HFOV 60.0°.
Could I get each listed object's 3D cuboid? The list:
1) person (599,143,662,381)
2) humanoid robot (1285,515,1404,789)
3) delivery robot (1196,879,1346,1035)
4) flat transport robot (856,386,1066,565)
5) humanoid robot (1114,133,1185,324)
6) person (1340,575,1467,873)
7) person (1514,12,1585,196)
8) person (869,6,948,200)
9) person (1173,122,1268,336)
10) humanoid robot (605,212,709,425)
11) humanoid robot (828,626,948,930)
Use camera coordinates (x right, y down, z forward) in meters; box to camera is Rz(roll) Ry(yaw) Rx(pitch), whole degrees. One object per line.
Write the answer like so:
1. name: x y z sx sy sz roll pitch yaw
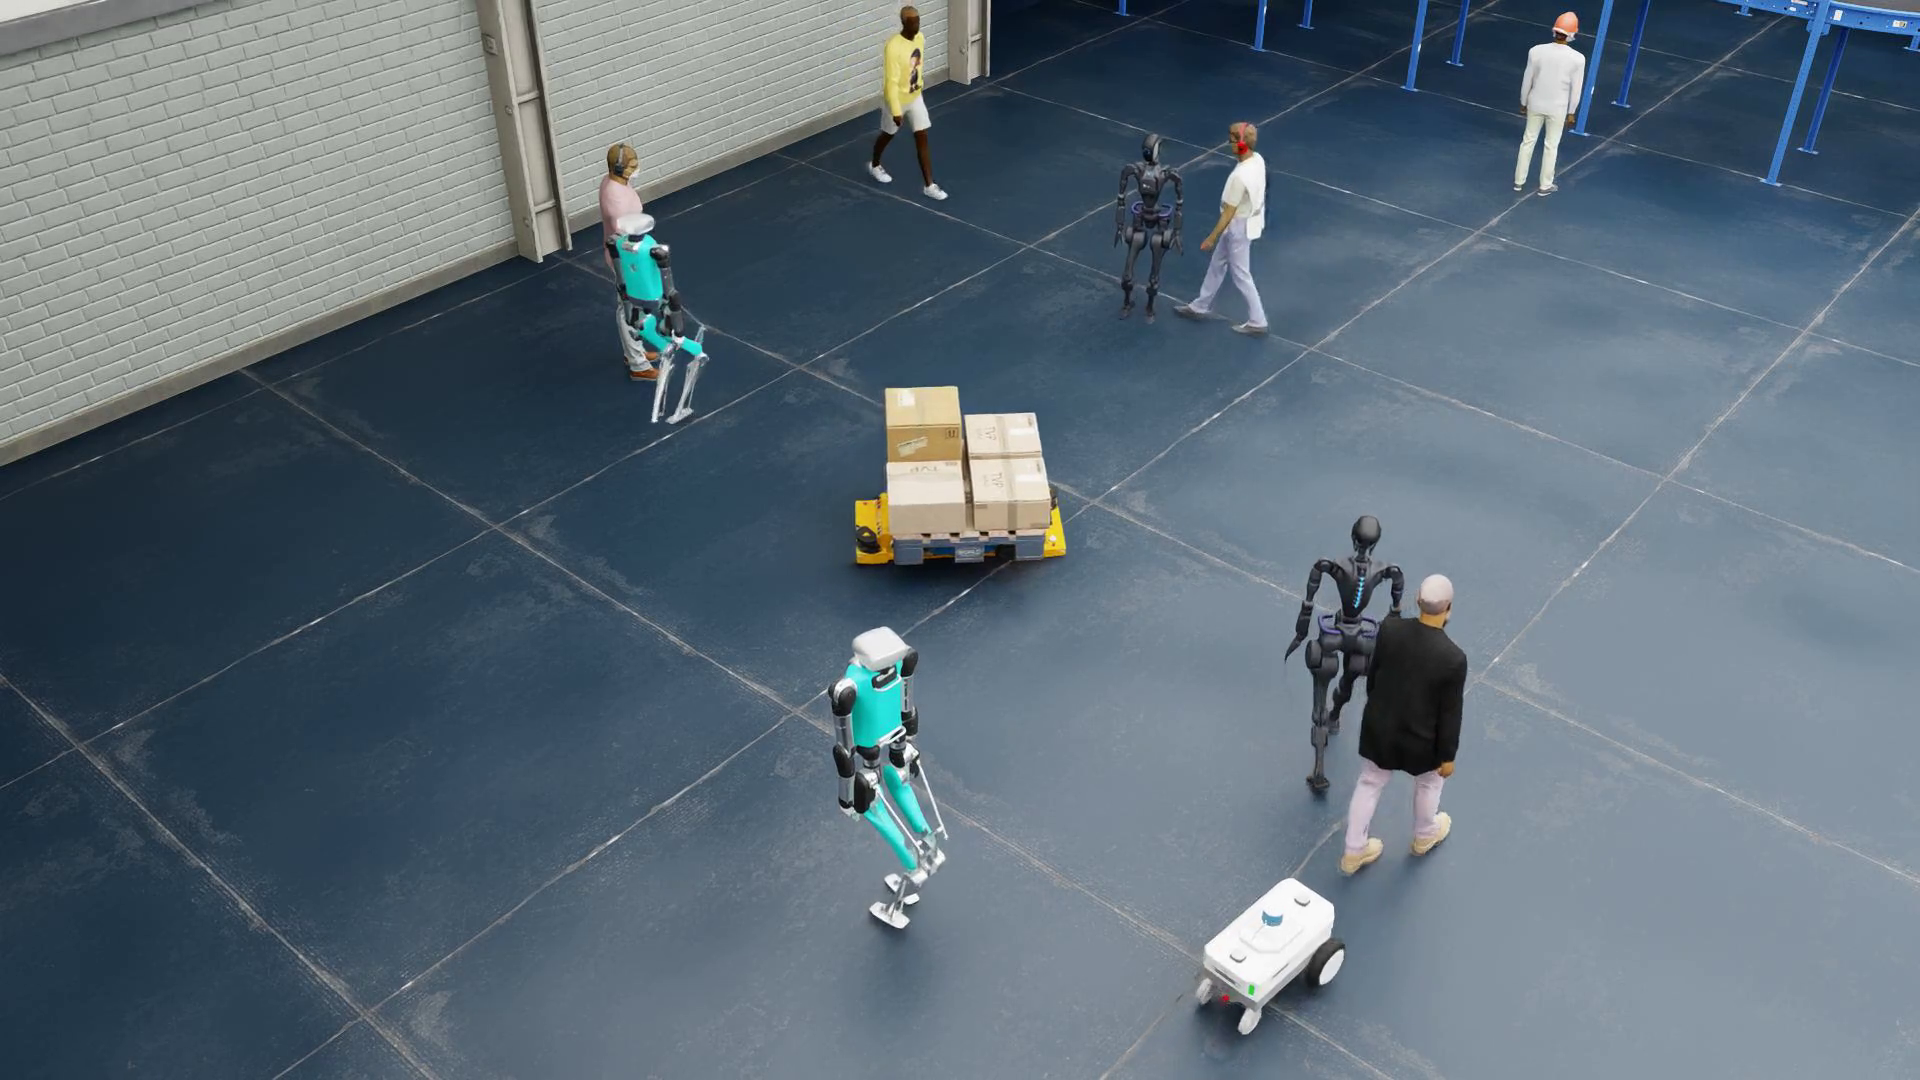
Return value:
1. person: -2.580 -2.173 13.006 0.372 1.934 0.626 -10 37 -13
2. humanoid robot: 2.158 0.611 9.376 0.595 1.640 0.819 3 36 4
3. delivery robot: 1.533 2.031 8.277 0.769 0.580 0.499 -29 45 -34
4. flat transport robot: -0.008 -0.117 11.552 1.431 0.231 0.659 -2 36 -3
5. humanoid robot: 1.576 -2.576 13.798 0.616 1.652 0.316 12 37 16
6. person: 2.393 0.955 8.710 0.809 1.816 0.615 -27 44 -33
7. person: 5.667 -4.194 15.994 0.562 1.752 0.332 24 42 30
8. person: -0.555 -4.238 15.986 1.025 1.838 0.554 30 45 35
9. person: 2.228 -2.546 13.629 0.842 1.804 0.567 10 37 14
10. humanoid robot: -2.206 -1.686 12.477 0.553 1.777 0.680 16 38 21
11. humanoid robot: -0.266 1.260 8.300 0.678 1.752 0.550 29 44 34
